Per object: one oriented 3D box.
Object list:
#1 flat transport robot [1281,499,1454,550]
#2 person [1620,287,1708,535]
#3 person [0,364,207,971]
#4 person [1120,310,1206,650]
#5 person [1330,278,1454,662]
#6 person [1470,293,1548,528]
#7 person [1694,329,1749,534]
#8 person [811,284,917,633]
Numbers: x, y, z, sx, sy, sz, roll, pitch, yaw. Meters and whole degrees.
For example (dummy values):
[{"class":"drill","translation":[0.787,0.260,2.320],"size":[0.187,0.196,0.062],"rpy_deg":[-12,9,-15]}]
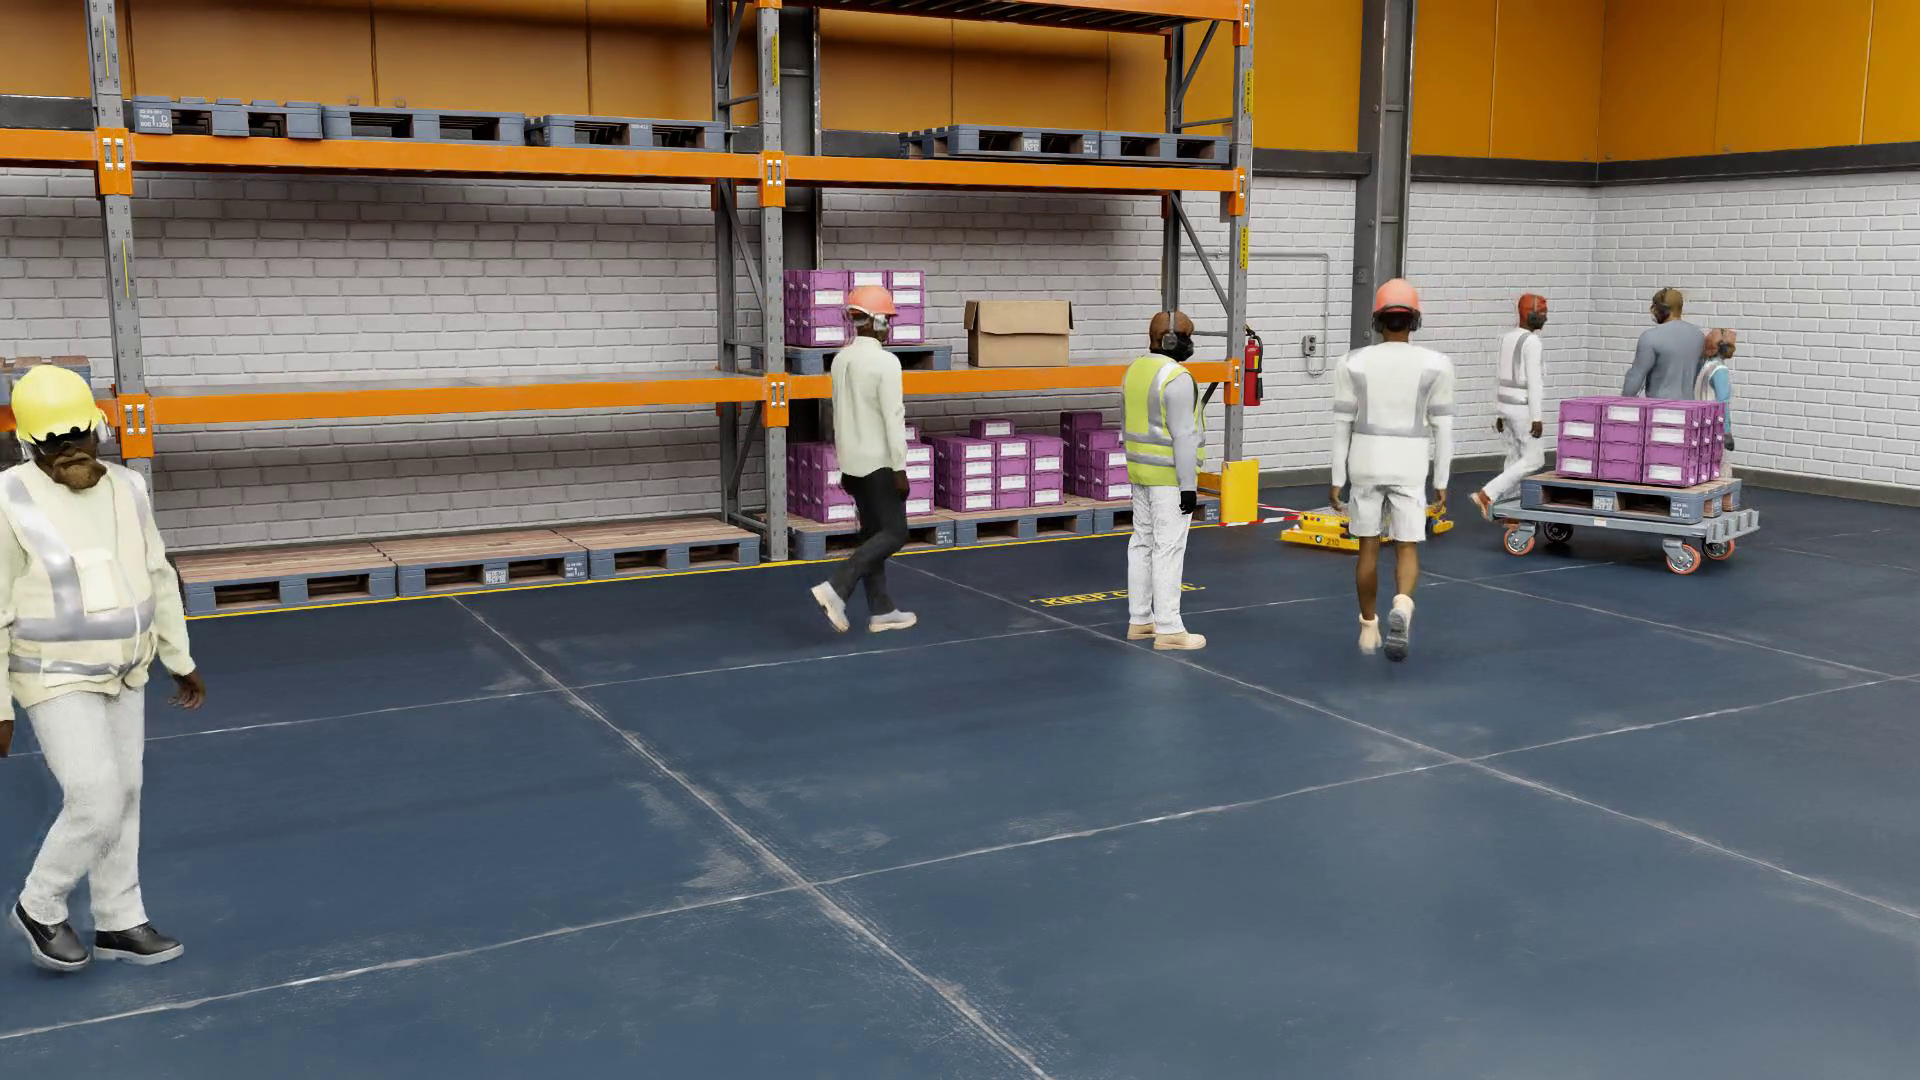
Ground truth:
[{"class":"flat transport robot","translation":[3.119,-0.132,12.664],"size":[0.652,0.197,1.431],"rpy_deg":[9,13,43]},{"class":"person","translation":[5.449,-0.993,12.907],"size":[0.653,1.908,0.650],"rpy_deg":[-5,10,-27]},{"class":"person","translation":[-2.520,0.393,4.796],"size":[0.417,1.804,0.616],"rpy_deg":[2,10,12]},{"class":"person","translation":[1.124,-0.328,9.089],"size":[0.429,1.840,0.634],"rpy_deg":[-4,10,-23]},{"class":"person","translation":[2.244,-0.348,8.689],"size":[0.613,2.025,0.761],"rpy_deg":[2,10,15]},{"class":"person","translation":[4.332,-0.995,13.059],"size":[0.523,1.875,0.644],"rpy_deg":[-1,9,-5]},{"class":"person","translation":[5.718,-0.831,12.863],"size":[0.783,1.607,0.518],"rpy_deg":[3,10,16]},{"class":"person","translation":[-0.534,-0.432,9.283],"size":[0.670,1.978,0.634],"rpy_deg":[-7,11,-35]}]
